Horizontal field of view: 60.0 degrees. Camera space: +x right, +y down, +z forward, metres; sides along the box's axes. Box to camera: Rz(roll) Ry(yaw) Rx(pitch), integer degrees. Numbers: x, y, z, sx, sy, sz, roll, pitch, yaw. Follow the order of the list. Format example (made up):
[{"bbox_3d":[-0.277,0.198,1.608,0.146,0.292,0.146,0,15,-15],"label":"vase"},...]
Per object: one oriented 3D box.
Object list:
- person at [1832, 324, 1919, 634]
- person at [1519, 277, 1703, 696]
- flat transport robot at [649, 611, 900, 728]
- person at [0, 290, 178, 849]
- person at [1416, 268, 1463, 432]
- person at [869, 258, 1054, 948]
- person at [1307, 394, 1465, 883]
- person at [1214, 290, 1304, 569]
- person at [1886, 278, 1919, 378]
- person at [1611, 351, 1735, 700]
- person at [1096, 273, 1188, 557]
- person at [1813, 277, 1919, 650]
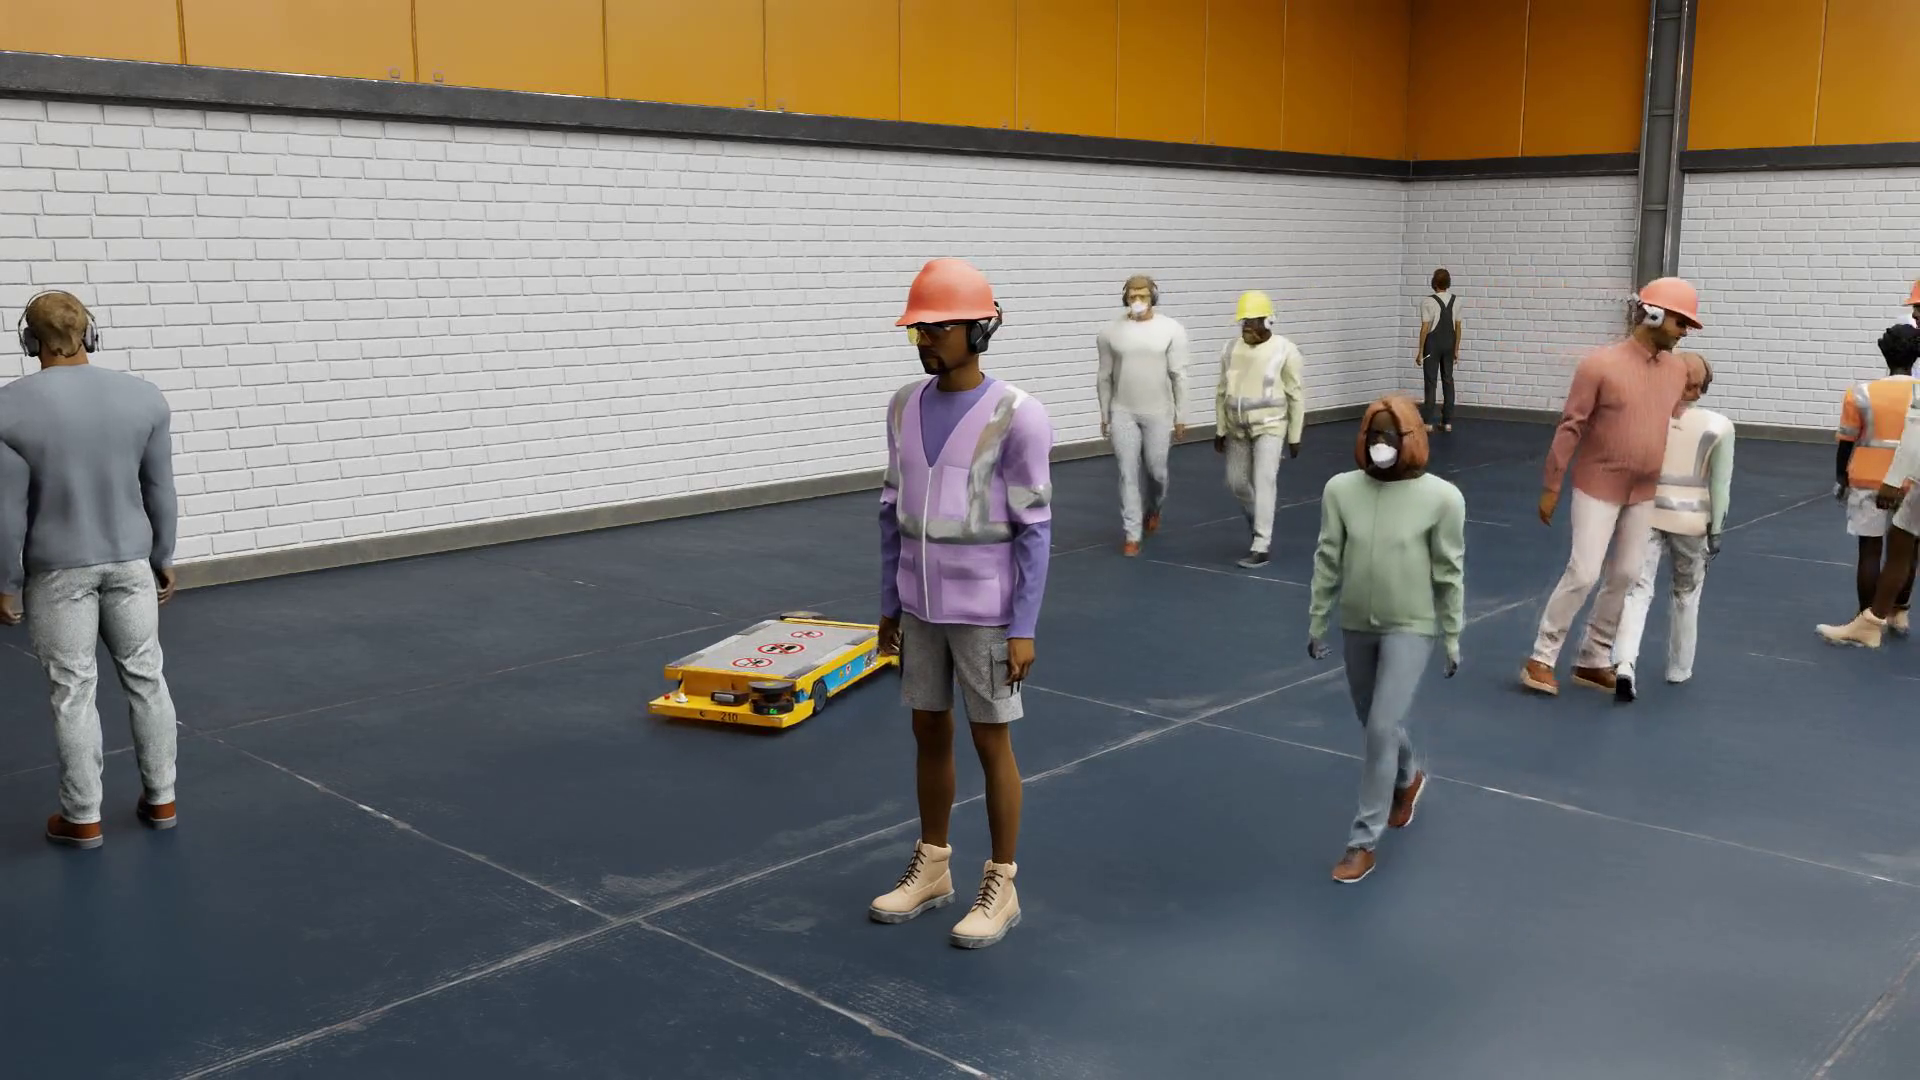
[{"bbox_3d":[4.918,-0.301,8.798,0.547,1.669,0.714,6,11,29],"label":"person"},{"bbox_3d":[3.039,-0.227,7.637,0.658,1.946,0.510,-3,10,-17],"label":"person"},{"bbox_3d":[-0.811,0.582,7.802,0.652,0.197,1.431,4,11,20],"label":"flat transport robot"},{"bbox_3d":[-3.038,0.106,5.787,0.372,1.933,0.627,10,14,44],"label":"person"},{"bbox_3d":[5.420,-2.143,18.836,0.507,1.846,0.341,-2,10,-12],"label":"person"},{"bbox_3d":[-0.020,0.192,4.979,0.611,2.043,0.374,8,13,38],"label":"person"},{"bbox_3d":[1.470,0.292,5.671,0.513,1.603,0.795,8,13,38],"label":"person"},{"bbox_3d":[1.987,-0.741,10.961,0.632,1.808,0.608,-10,14,-44],"label":"person"},{"bbox_3d":[7.442,-1.138,13.025,0.625,1.875,0.891,0,10,2],"label":"person"},{"bbox_3d":[3.270,-0.066,7.693,0.514,1.607,0.782,6,11,29],"label":"person"},{"bbox_3d":[1.250,-0.873,11.414,0.634,1.915,0.737,2,10,14],"label":"person"},{"bbox_3d":[4.893,-0.350,8.236,1.018,2.002,0.607,9,13,41],"label":"person"}]
